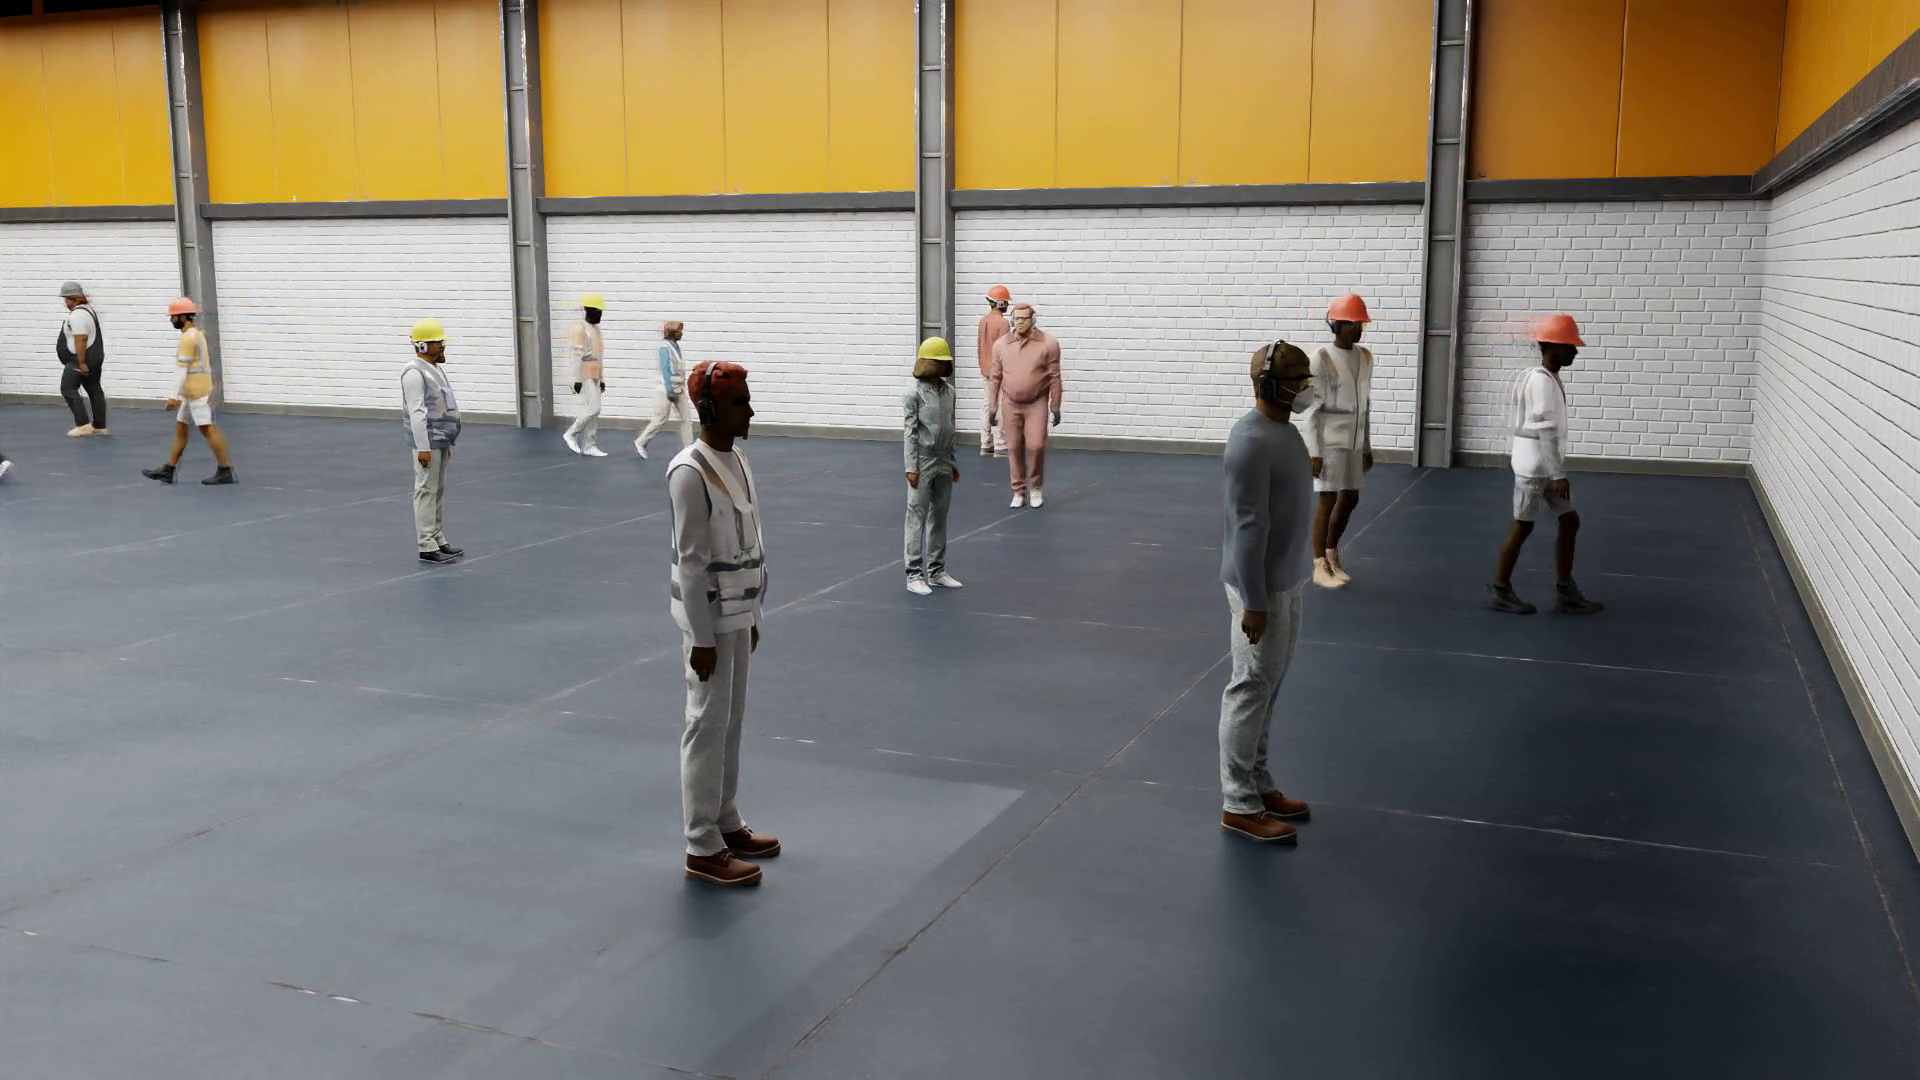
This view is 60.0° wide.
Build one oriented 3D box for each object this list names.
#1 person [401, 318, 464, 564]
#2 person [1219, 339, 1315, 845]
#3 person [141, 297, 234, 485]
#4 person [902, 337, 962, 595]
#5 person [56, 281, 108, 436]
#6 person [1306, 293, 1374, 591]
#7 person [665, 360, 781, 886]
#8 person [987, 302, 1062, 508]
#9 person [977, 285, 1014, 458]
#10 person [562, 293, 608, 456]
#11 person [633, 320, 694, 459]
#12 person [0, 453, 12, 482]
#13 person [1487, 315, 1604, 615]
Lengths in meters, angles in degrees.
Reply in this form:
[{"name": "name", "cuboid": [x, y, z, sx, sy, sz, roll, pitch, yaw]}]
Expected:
[{"name": "person", "cuboid": [-3.950, -0.744, 12.477, 0.403, 1.833, 0.586, -1, 9, -3]}, {"name": "person", "cuboid": [1.202, 0.192, 6.486, 0.357, 1.938, 0.637, 4, 10, 22]}, {"name": "person", "cuboid": [-7.845, -1.483, 16.757, 0.941, 1.891, 0.570, -3, 10, -18]}, {"name": "person", "cuboid": [-0.178, -0.507, 11.320, 0.300, 1.742, 0.492, 8, 12, 40]}, {"name": "person", "cuboid": [-11.460, -2.361, 21.646, 0.562, 2.000, 0.700, -2, 9, -9]}, {"name": "person", "cuboid": [2.628, -0.681, 11.493, 0.622, 2.046, 0.437, -6, 11, -34]}, {"name": "person", "cuboid": [-0.864, 0.293, 6.039, 0.348, 1.882, 0.584, 1, 9, 9]}, {"name": "person", "cuboid": [0.579, -1.214, 15.162, 0.680, 1.887, 0.489, 2, 10, 15]}, {"name": "person", "cuboid": [0.436, -1.955, 19.325, 0.382, 1.993, 0.622, -6, 11, -31]}, {"name": "person", "cuboid": [-4.301, -1.908, 19.307, 0.478, 1.905, 0.609, 2, 10, 12]}, {"name": "person", "cuboid": [-3.348, -1.708, 18.993, 0.762, 1.608, 0.519, 3, 10, 17]}, {"name": "person", "cuboid": [-10.113, -1.518, 17.014, 0.887, 1.887, 0.599, 3, 10, 16]}, {"name": "person", "cuboid": [3.757, -0.447, 10.463, 0.820, 1.907, 0.566, 6, 11, 31]}]
